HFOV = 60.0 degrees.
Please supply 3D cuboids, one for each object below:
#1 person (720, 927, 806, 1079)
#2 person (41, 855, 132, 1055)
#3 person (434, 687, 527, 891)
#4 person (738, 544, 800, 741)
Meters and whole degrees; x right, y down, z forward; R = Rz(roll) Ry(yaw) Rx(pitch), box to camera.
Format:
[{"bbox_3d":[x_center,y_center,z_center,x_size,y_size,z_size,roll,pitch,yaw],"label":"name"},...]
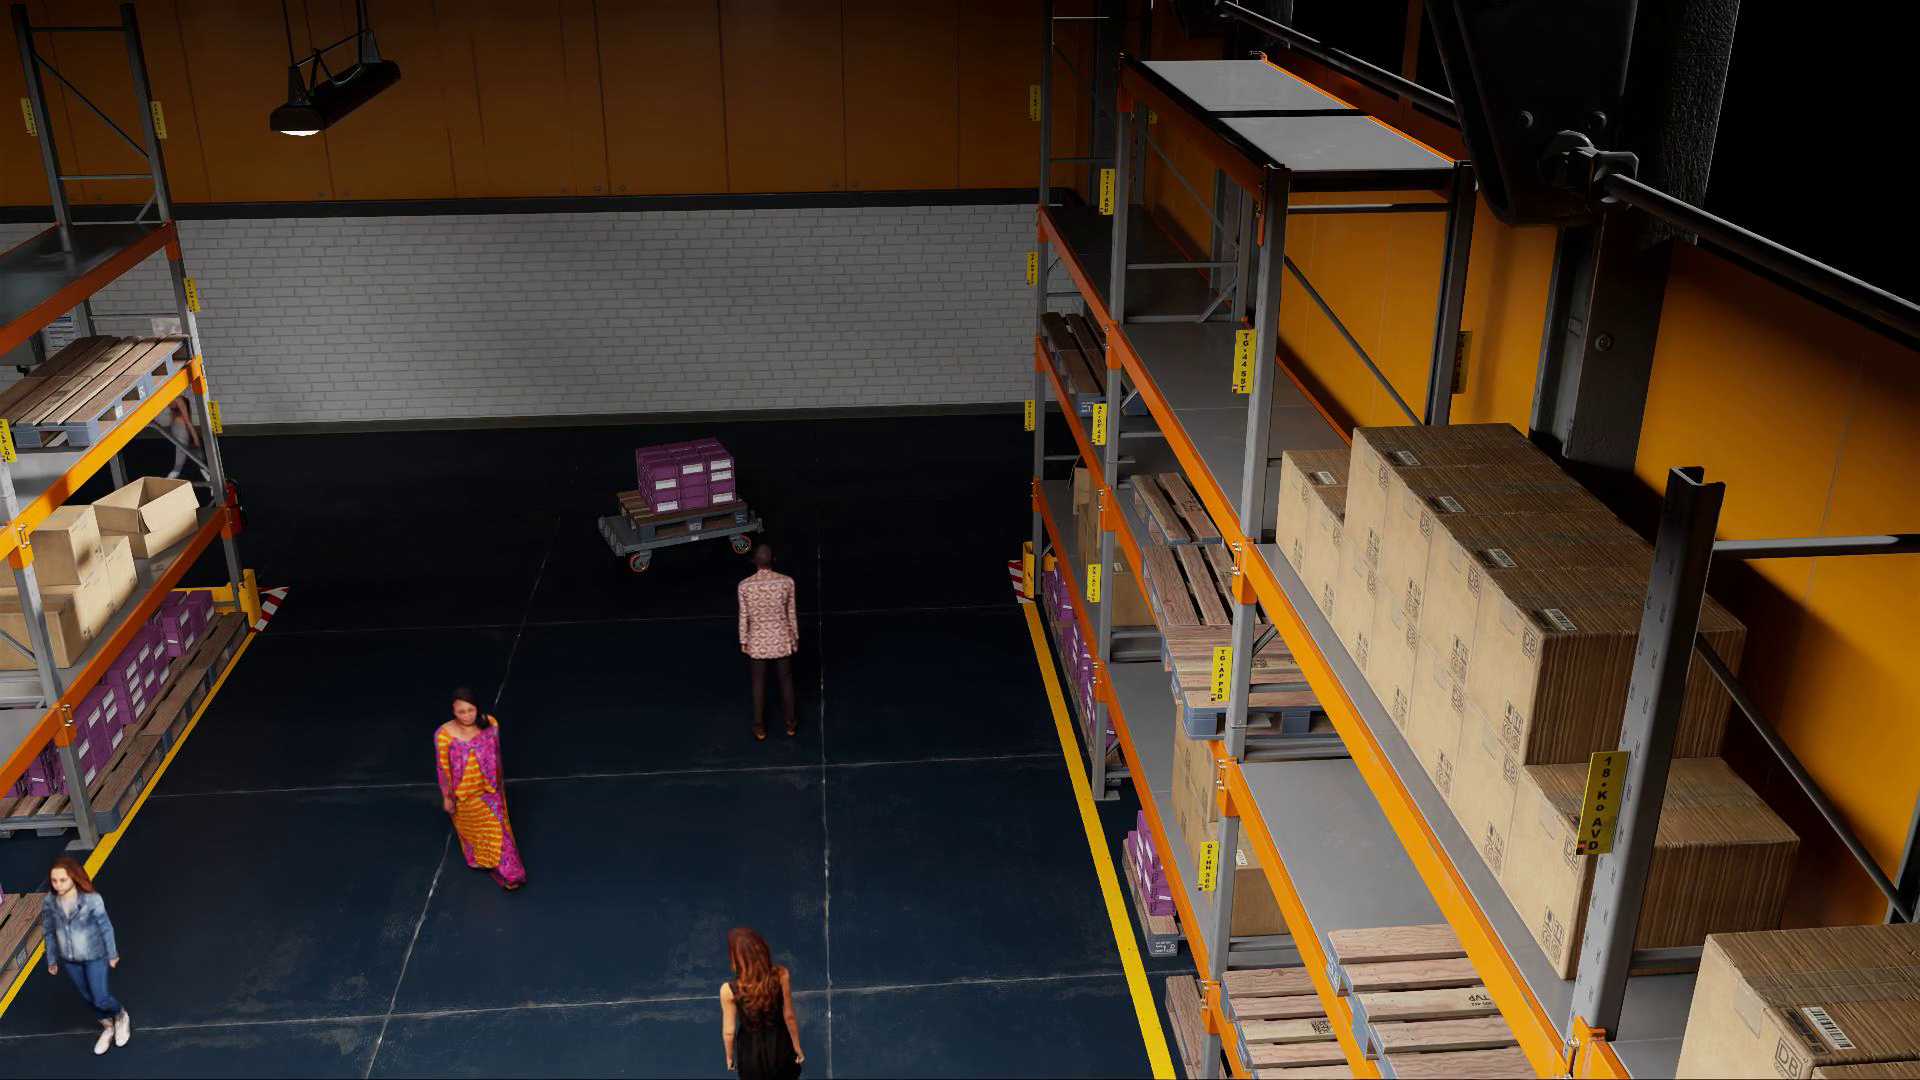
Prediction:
[{"bbox_3d":[-1.098,3.049,9.518,0.691,1.817,0.714,-8,25,-17],"label":"person"},{"bbox_3d":[-5.669,2.660,10.845,0.595,1.466,0.571,1,24,3],"label":"person"},{"bbox_3d":[-3.681,1.811,12.562,0.928,1.646,1.212,-12,26,-25],"label":"person"},{"bbox_3d":[-1.646,0.886,14.482,0.667,1.803,0.576,-3,24,-6],"label":"person"}]
